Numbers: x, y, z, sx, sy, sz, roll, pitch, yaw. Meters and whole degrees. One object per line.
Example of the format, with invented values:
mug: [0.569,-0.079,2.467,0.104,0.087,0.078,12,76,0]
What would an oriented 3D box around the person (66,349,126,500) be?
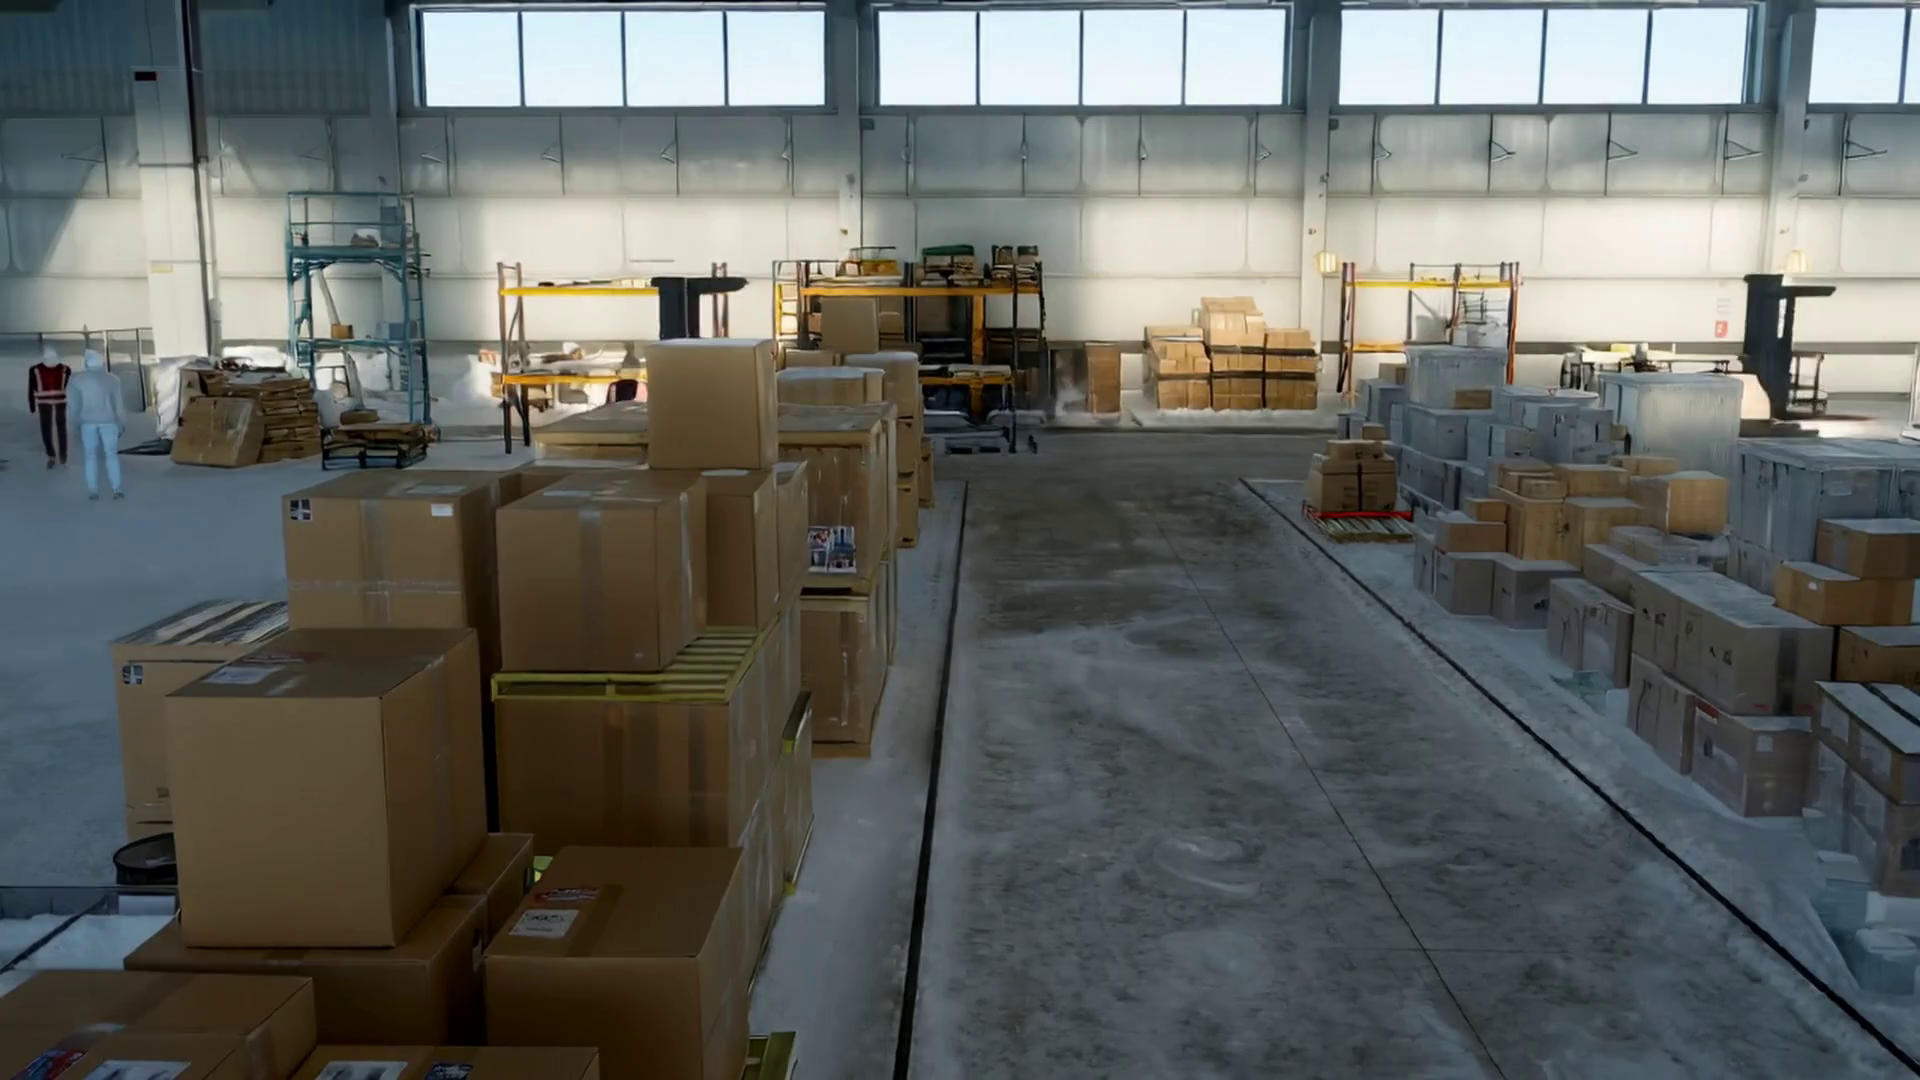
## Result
person: [-11.028,-1.470,21.258,0.628,1.939,0.374,-4,10,-20]

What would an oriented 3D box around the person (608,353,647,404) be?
person: [-4.110,-1.366,20.701,0.539,1.912,0.452,1,10,6]

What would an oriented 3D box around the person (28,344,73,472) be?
person: [-13.069,-1.891,23.994,0.603,1.863,0.442,-6,11,-30]

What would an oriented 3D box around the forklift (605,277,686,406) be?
forklift: [-4.121,-2.375,23.862,1.873,2.768,1.129,-1,10,-5]

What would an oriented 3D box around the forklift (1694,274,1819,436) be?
forklift: [14.005,-3.267,29.205,1.873,2.768,1.129,1,10,8]
